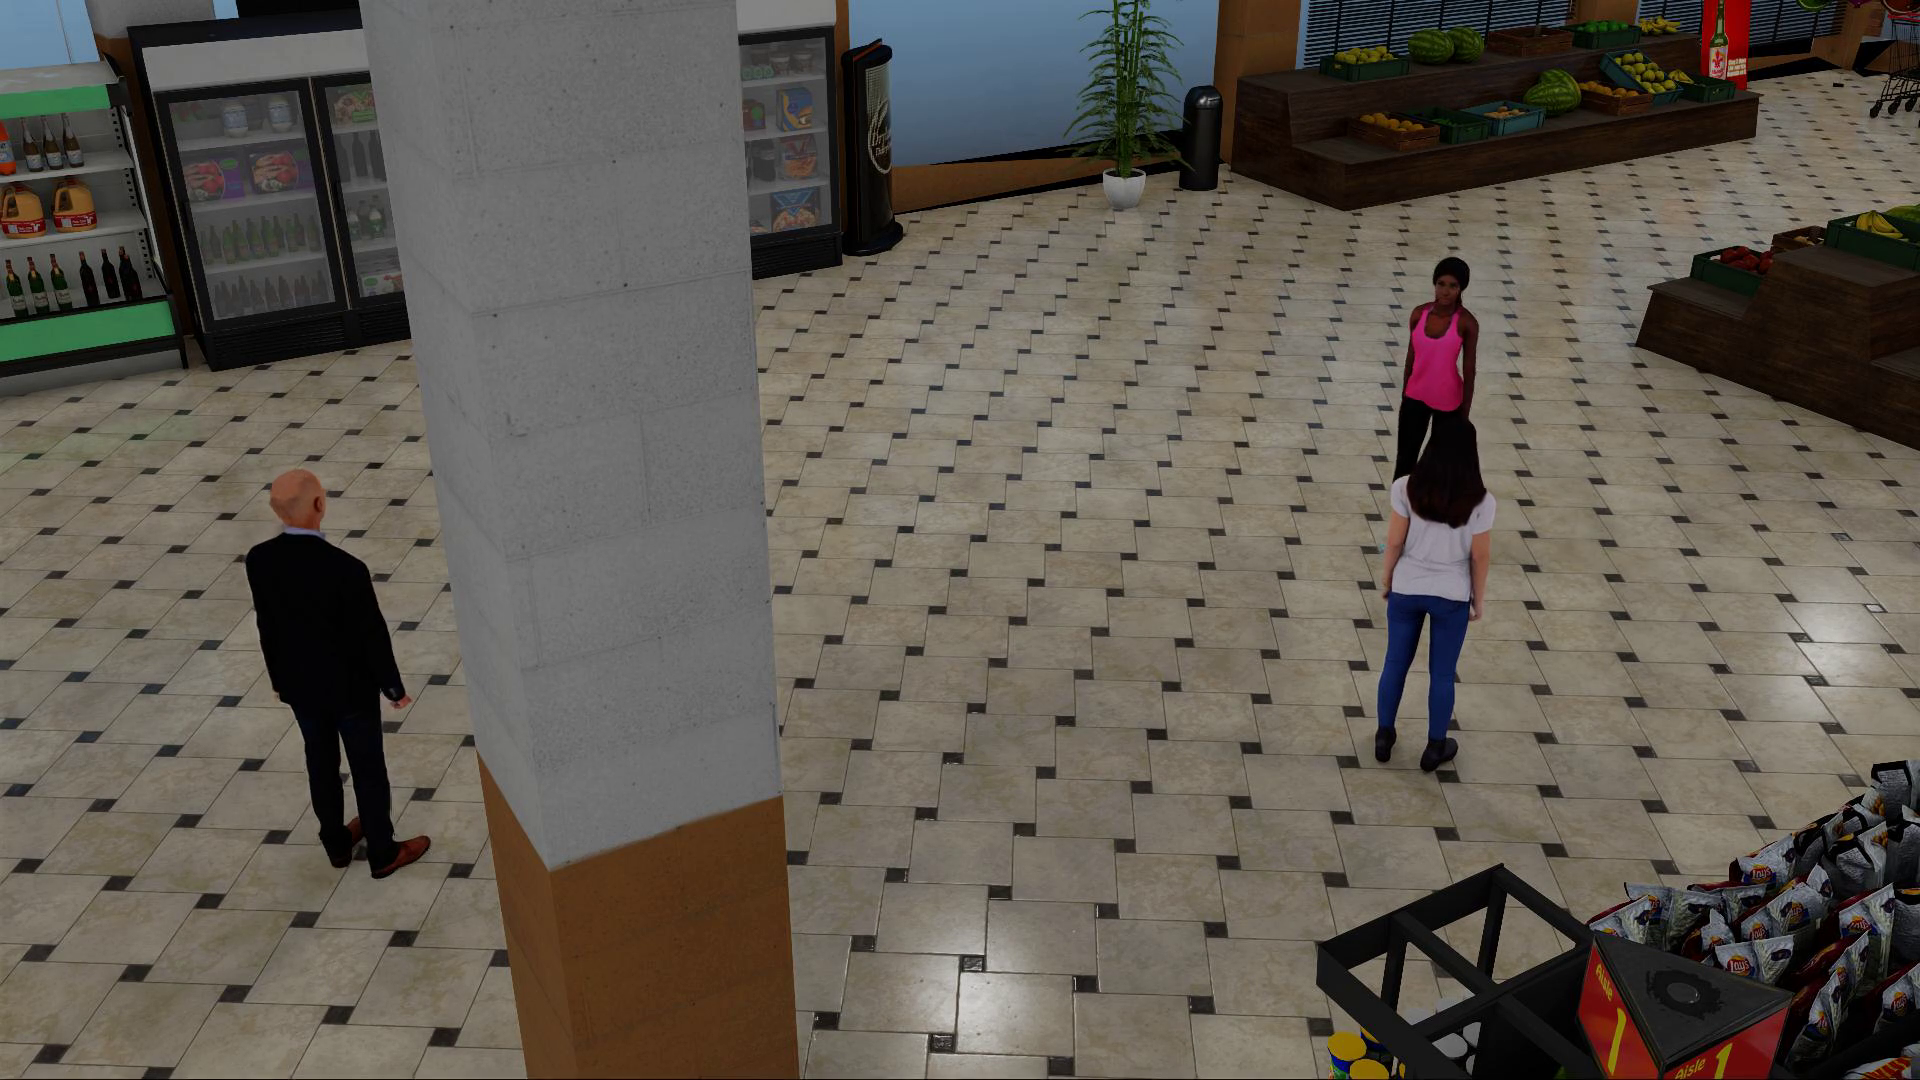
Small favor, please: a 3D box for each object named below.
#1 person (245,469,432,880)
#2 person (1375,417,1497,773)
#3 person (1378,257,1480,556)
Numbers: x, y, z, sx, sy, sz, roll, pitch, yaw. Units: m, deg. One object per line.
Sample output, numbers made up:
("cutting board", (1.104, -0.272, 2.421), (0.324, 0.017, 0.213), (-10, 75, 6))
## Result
("person", (-2.493, 0.555, 6.582), (0.804, 1.801, 0.866), (8, 28, 15))
("person", (2.062, 0.257, 7.298), (0.683, 1.685, 0.697), (13, 30, 25))
("person", (2.680, -0.758, 9.325), (0.971, 1.663, 1.216), (14, 30, 26))
